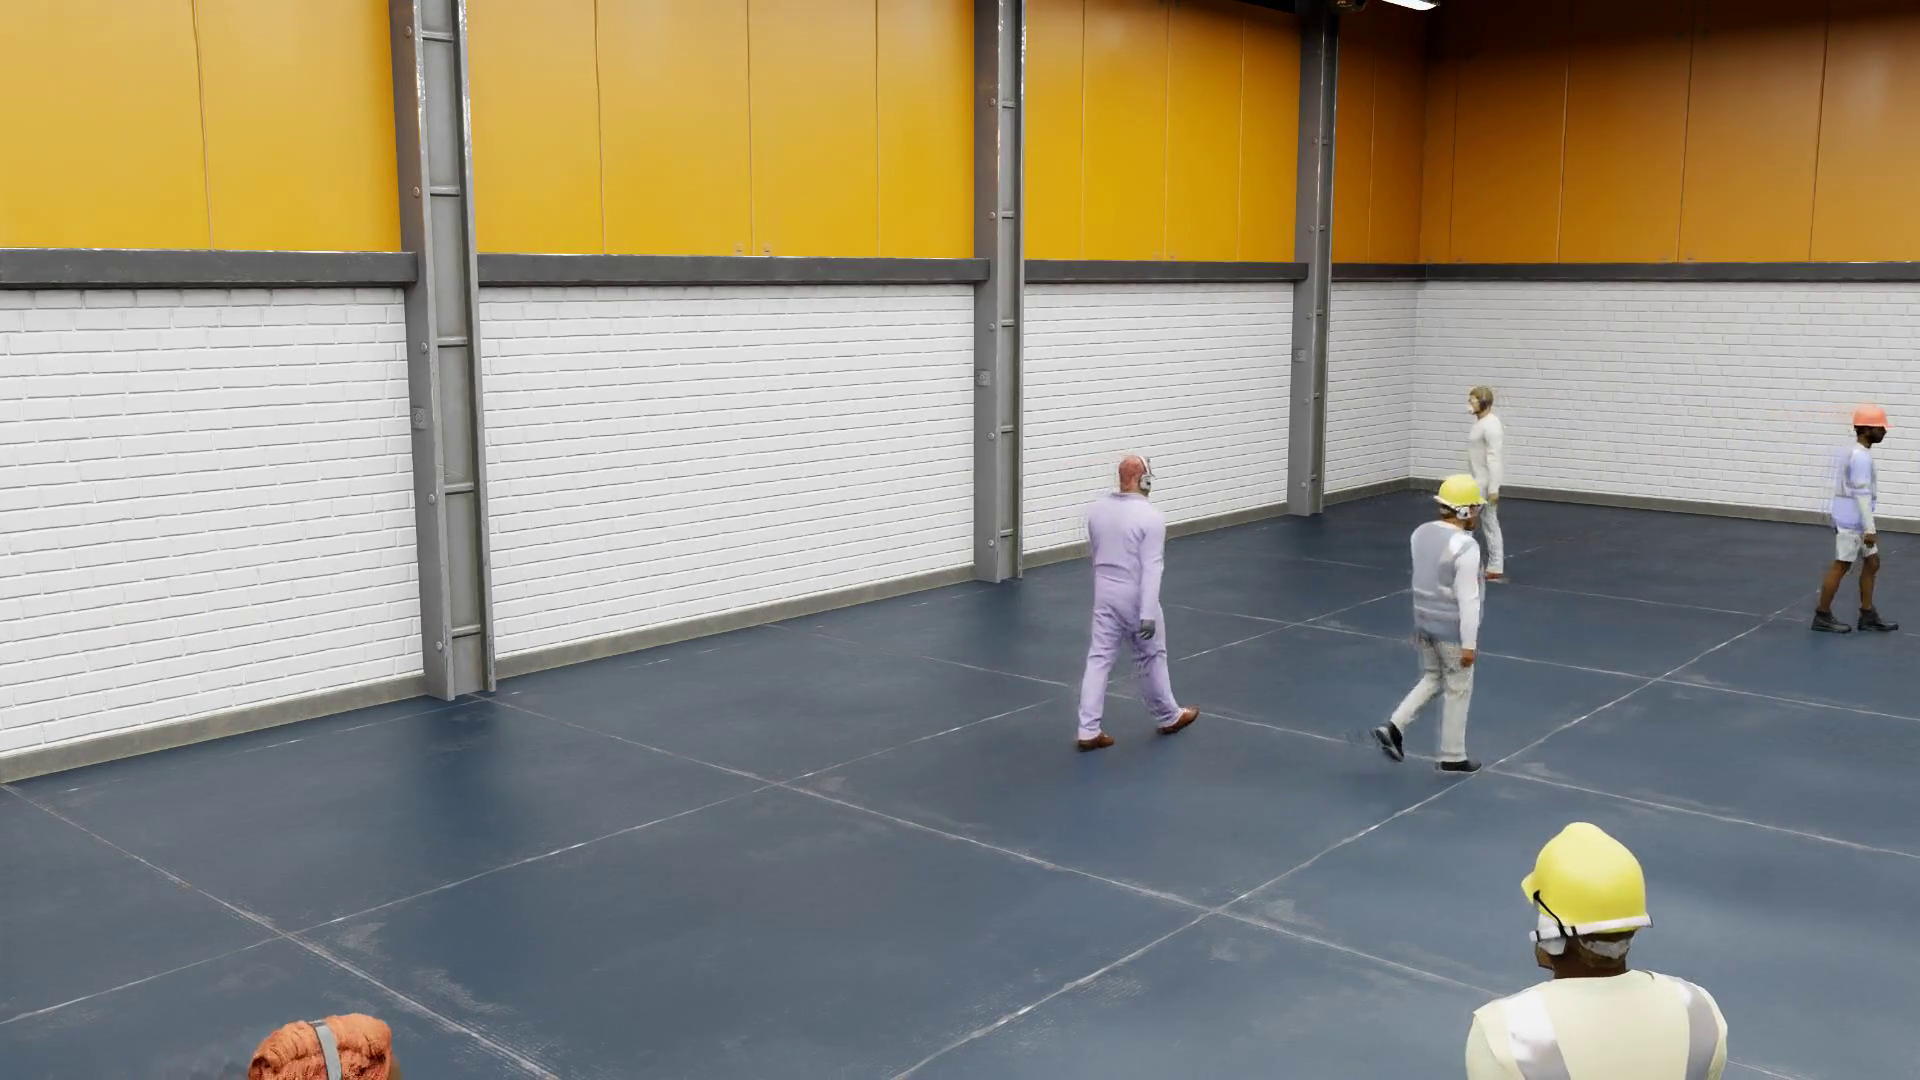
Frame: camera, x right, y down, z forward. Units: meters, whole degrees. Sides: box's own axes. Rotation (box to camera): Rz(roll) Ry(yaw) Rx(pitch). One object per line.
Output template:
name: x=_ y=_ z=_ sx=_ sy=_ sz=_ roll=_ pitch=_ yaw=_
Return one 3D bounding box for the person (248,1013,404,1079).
person: x=-1.047 y=1.644 z=2.619 sx=0.839 sy=1.857 sz=0.583 roll=-7 pitch=12 yaw=-39

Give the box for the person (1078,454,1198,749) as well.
person: x=1.103 y=0.381 z=10.554 sx=1.010 sy=1.847 sz=0.664 roll=-8 pitch=12 yaw=-41

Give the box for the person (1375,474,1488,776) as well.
person: x=2.830 y=0.513 z=9.828 sx=0.550 sy=1.820 sz=0.603 roll=-3 pitch=10 yaw=-19

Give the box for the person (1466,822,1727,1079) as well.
person: x=1.313 y=1.499 z=3.588 sx=0.590 sy=1.836 sz=0.404 roll=-2 pitch=9 yaw=-15

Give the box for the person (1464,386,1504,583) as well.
person: x=4.926 y=-0.530 z=16.084 sx=0.819 sy=1.906 sz=0.647 roll=2 pitch=9 yaw=11

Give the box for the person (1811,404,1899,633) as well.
person: x=7.500 y=-0.156 z=13.714 sx=0.794 sy=1.908 sz=0.578 roll=4 pitch=10 yaw=22
